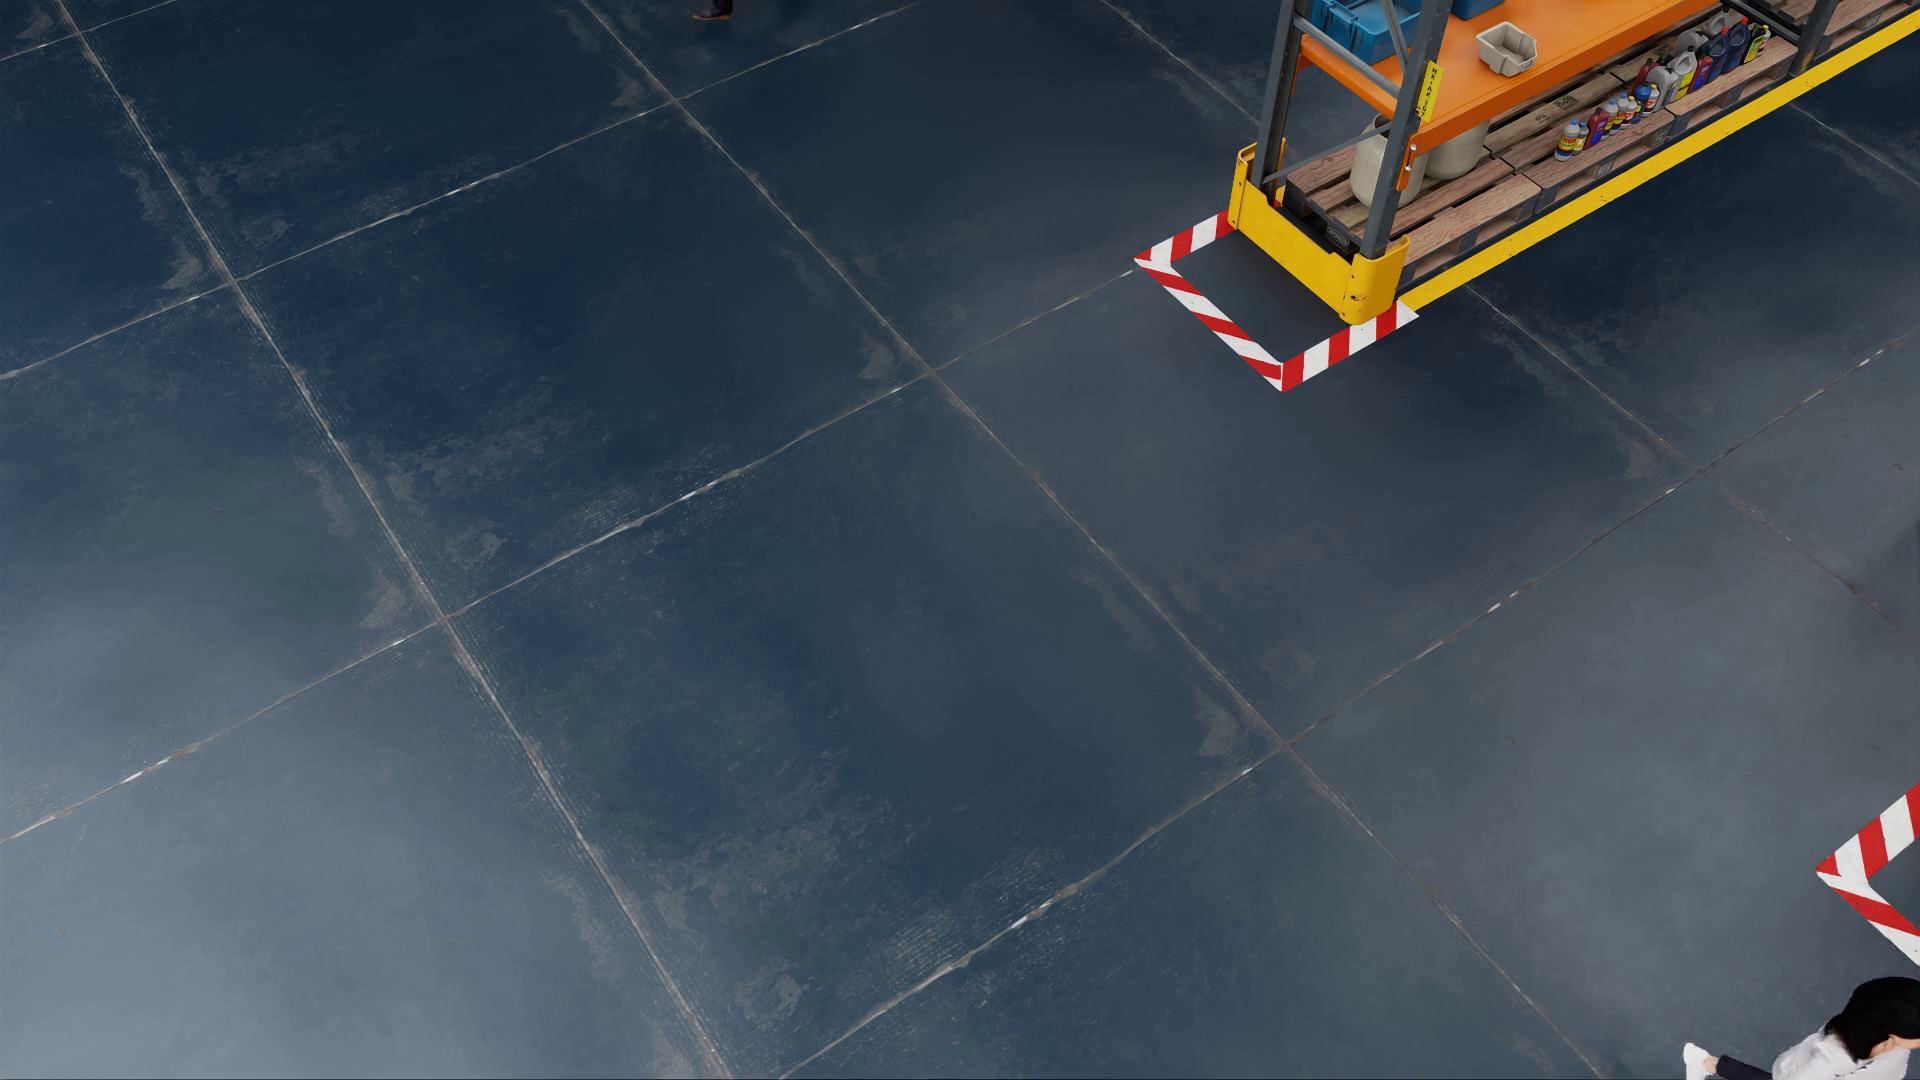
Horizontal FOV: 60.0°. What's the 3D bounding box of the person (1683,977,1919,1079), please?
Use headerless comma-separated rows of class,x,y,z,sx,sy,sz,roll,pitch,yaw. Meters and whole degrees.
person,3.104,1.946,6.157,0.798,1.682,0.682,-24,56,-18
